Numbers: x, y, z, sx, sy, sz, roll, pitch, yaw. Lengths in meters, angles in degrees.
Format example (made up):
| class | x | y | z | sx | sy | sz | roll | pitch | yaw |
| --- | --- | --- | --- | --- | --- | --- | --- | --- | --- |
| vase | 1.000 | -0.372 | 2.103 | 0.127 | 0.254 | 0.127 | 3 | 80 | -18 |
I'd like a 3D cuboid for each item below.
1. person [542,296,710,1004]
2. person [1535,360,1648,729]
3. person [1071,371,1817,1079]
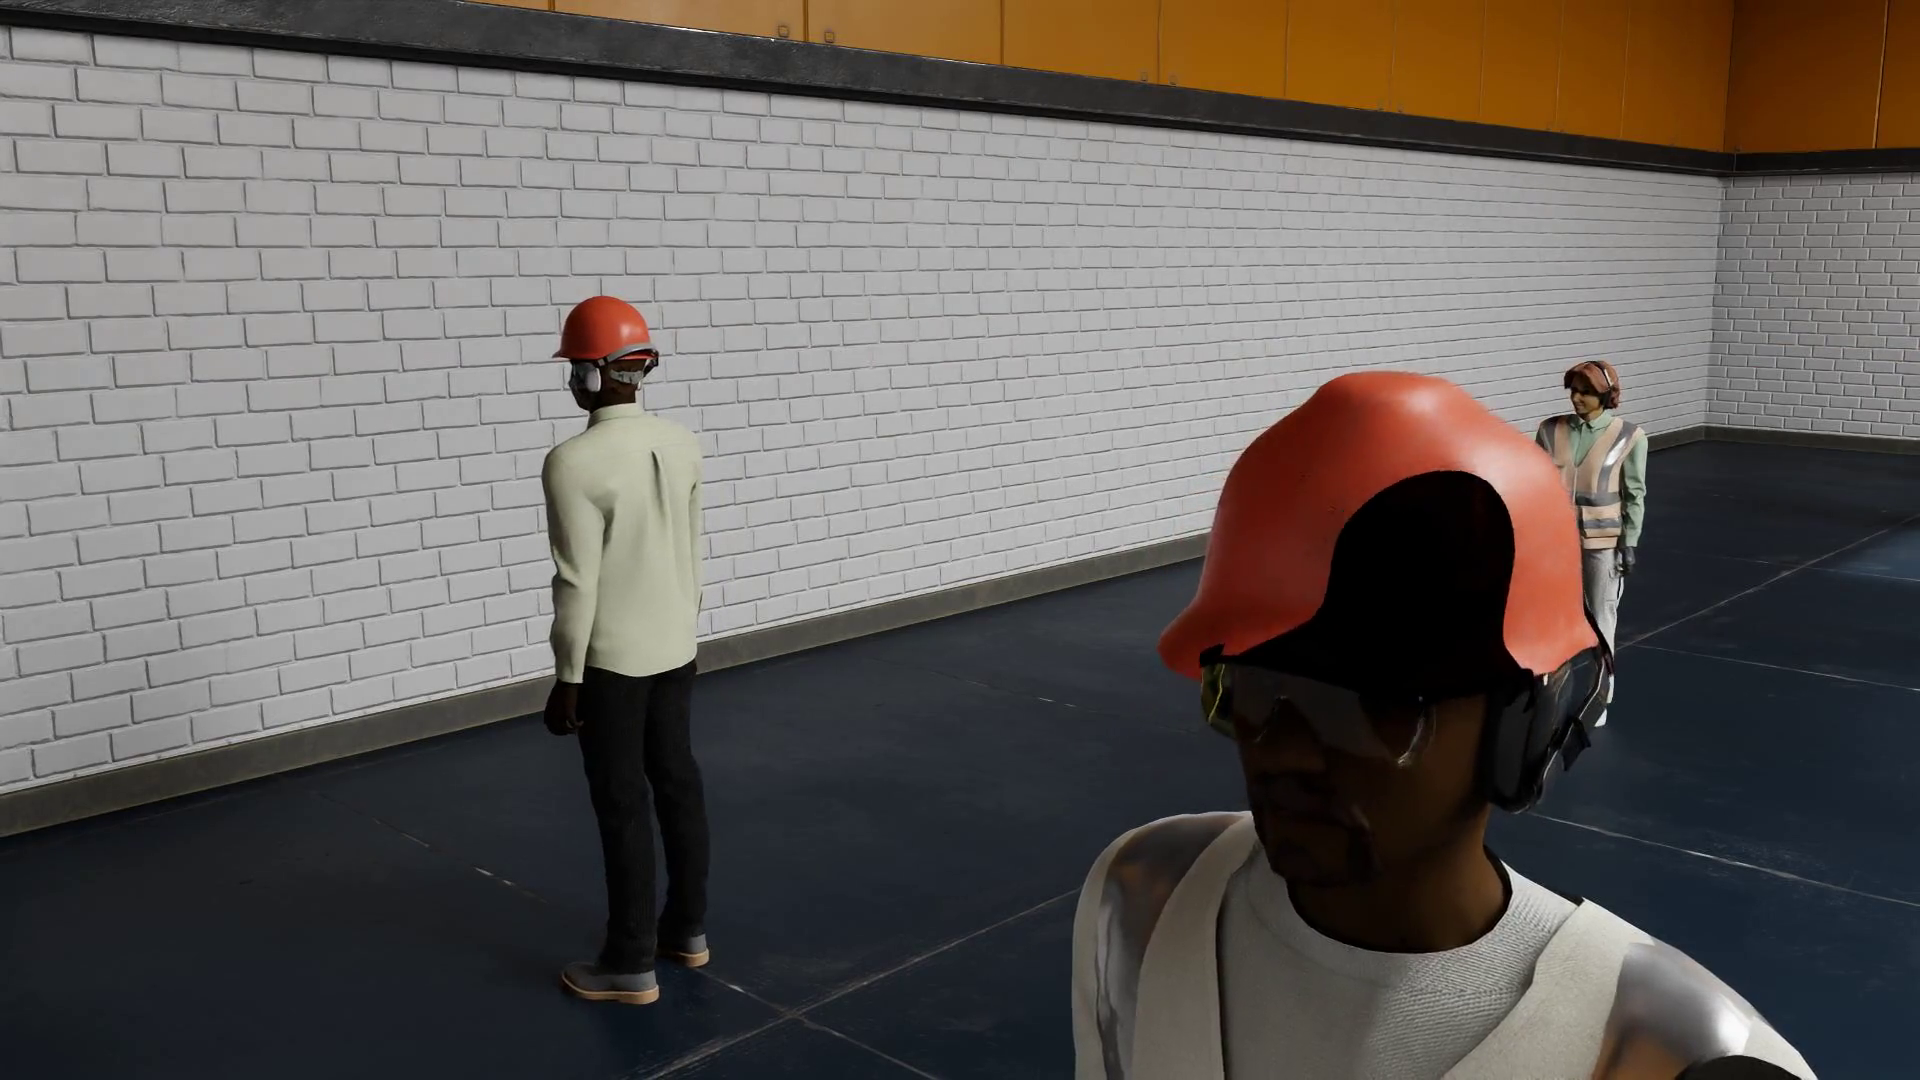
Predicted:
| class | x | y | z | sx | sy | sz | roll | pitch | yaw |
| --- | --- | --- | --- | --- | --- | --- | --- | --- | --- |
| person | -0.959 | 0.314 | 4.723 | 0.395 | 1.994 | 0.612 | 5 | 11 | 28 |
| person | 2.778 | 0.016 | 7.439 | 0.512 | 1.638 | 0.312 | 8 | 13 | 38 |
| person | 0.282 | 0.896 | 1.265 | 0.608 | 2.047 | 0.366 | 9 | 14 | 43 |
